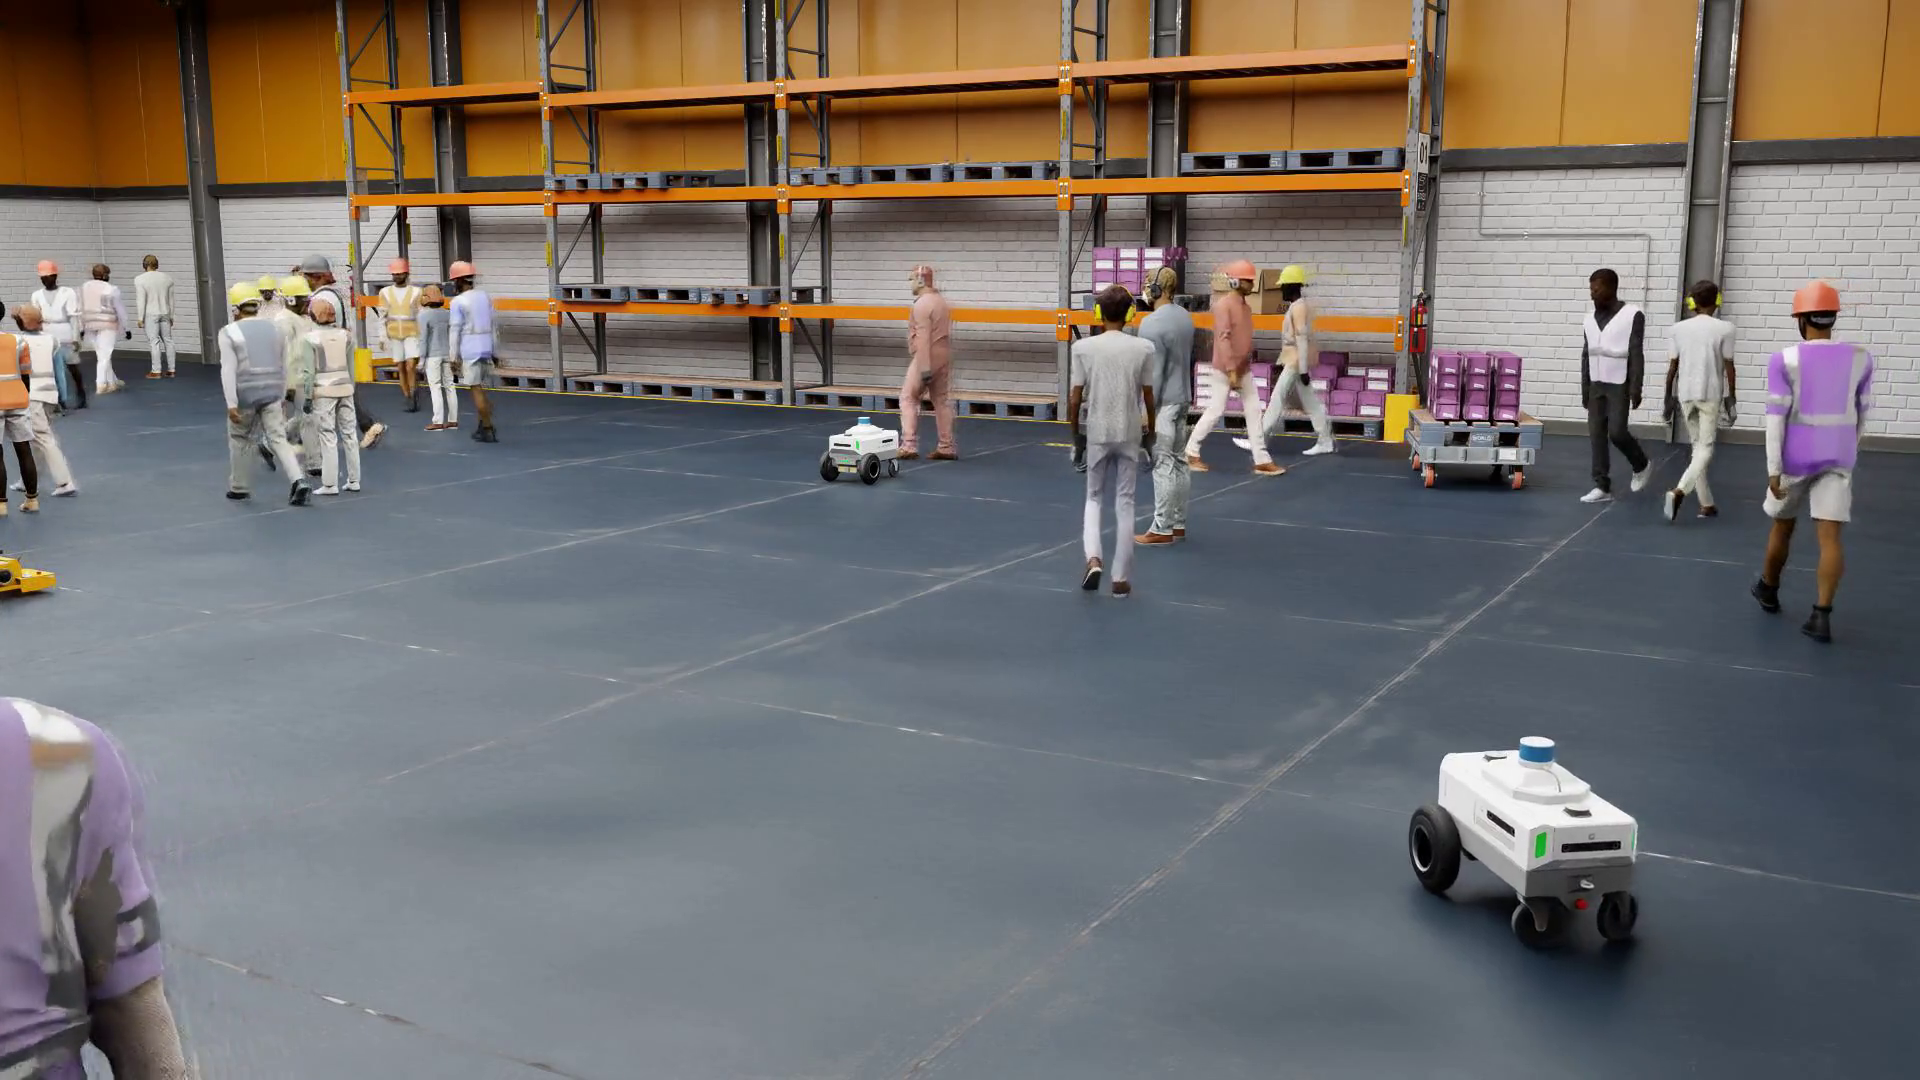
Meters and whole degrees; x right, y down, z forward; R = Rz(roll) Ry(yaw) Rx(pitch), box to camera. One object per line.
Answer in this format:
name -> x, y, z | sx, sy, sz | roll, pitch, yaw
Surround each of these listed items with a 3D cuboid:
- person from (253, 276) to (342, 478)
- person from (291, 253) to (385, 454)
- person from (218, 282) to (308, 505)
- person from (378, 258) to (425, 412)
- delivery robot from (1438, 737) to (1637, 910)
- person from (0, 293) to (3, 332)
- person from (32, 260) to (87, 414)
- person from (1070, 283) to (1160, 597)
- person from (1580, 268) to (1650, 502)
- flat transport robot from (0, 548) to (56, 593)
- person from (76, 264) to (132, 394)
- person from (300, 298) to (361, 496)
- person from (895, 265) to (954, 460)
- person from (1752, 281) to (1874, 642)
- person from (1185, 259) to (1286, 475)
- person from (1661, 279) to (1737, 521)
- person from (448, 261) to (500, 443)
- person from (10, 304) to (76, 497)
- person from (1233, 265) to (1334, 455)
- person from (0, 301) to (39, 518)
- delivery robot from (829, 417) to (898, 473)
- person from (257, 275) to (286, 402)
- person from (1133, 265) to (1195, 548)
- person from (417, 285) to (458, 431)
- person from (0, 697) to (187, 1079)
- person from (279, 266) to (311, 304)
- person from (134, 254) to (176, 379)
person -> -5.948, -1.437, 14.787 | 0.710, 1.814, 0.601 | -1, 10, -6
person -> -6.318, -1.888, 16.684 | 0.885, 2.000, 0.684 | -2, 10, -12
person -> -5.598, -1.161, 13.304 | 0.908, 1.789, 0.593 | 8, 13, 37
person -> -6.949, -2.533, 20.683 | 0.560, 1.911, 0.657 | -1, 10, -7
delivery robot -> 1.763, 0.851, 5.119 | 0.477, 0.478, 0.707 | -1, 10, -8
person -> -13.953, -3.016, 23.778 | 0.646, 1.791, 0.961 | -1, 10, -8
person -> -11.270, -2.547, 20.826 | 0.559, 1.907, 0.920 | -2, 10, -9
person -> 0.922, -0.584, 9.849 | 0.523, 1.855, 0.389 | 2, 10, 10
person -> 5.338, -1.255, 13.519 | 0.626, 1.891, 0.628 | -6, 11, -29
flat transport robot -> -6.062, 0.262, 9.518 | 0.652, 0.197, 1.431 | 6, 12, 29
person -> -12.092, -2.998, 23.624 | 0.652, 1.805, 0.882 | 2, 10, 9
person -> -5.241, -1.186, 13.848 | 0.314, 1.639, 0.515 | 6, 12, 32
person -> -0.390, -1.704, 16.085 | 0.751, 1.881, 0.659 | 4, 11, 23
person -> 4.599, -0.448, 9.000 | 0.544, 1.868, 1.023 | 2, 10, 13
person -> 2.479, -1.569, 15.143 | 0.975, 1.957, 0.621 | 9, 13, 41
person -> 5.554, -1.043, 12.540 | 0.836, 1.828, 0.565 | -9, 13, -41
person -> -5.169, -1.971, 17.527 | 0.637, 1.906, 0.571 | 6, 11, 29
person -> -7.680, -1.157, 13.806 | 0.847, 1.595, 0.529 | 4, 11, 21
person -> 3.262, -1.765, 16.466 | 0.999, 1.873, 0.595 | 3, 10, 16
person -> -7.335, -1.013, 12.700 | 0.322, 1.697, 0.534 | 6, 12, 32
delivery robot -> -0.846, -0.846, 14.724 | 0.477, 0.478, 0.707 | 6, 12, 29
person -> -8.128, -2.254, 19.643 | 0.528, 1.739, 0.784 | -4, 11, -24
person -> 1.396, -0.915, 11.465 | 0.379, 1.940, 0.629 | 6, 12, 32
person -> -5.889, -2.044, 18.719 | 0.289, 1.633, 0.500 | 6, 12, 32
person -> -1.167, 0.813, 1.908 | 0.983, 1.882, 0.590 | 6, 12, 32
person -> -8.811, -2.773, 22.381 | 0.566, 1.800, 0.909 | -5, 11, -26
person -> -12.627, -3.502, 26.113 | 0.379, 1.940, 0.629 | 6, 12, 32
